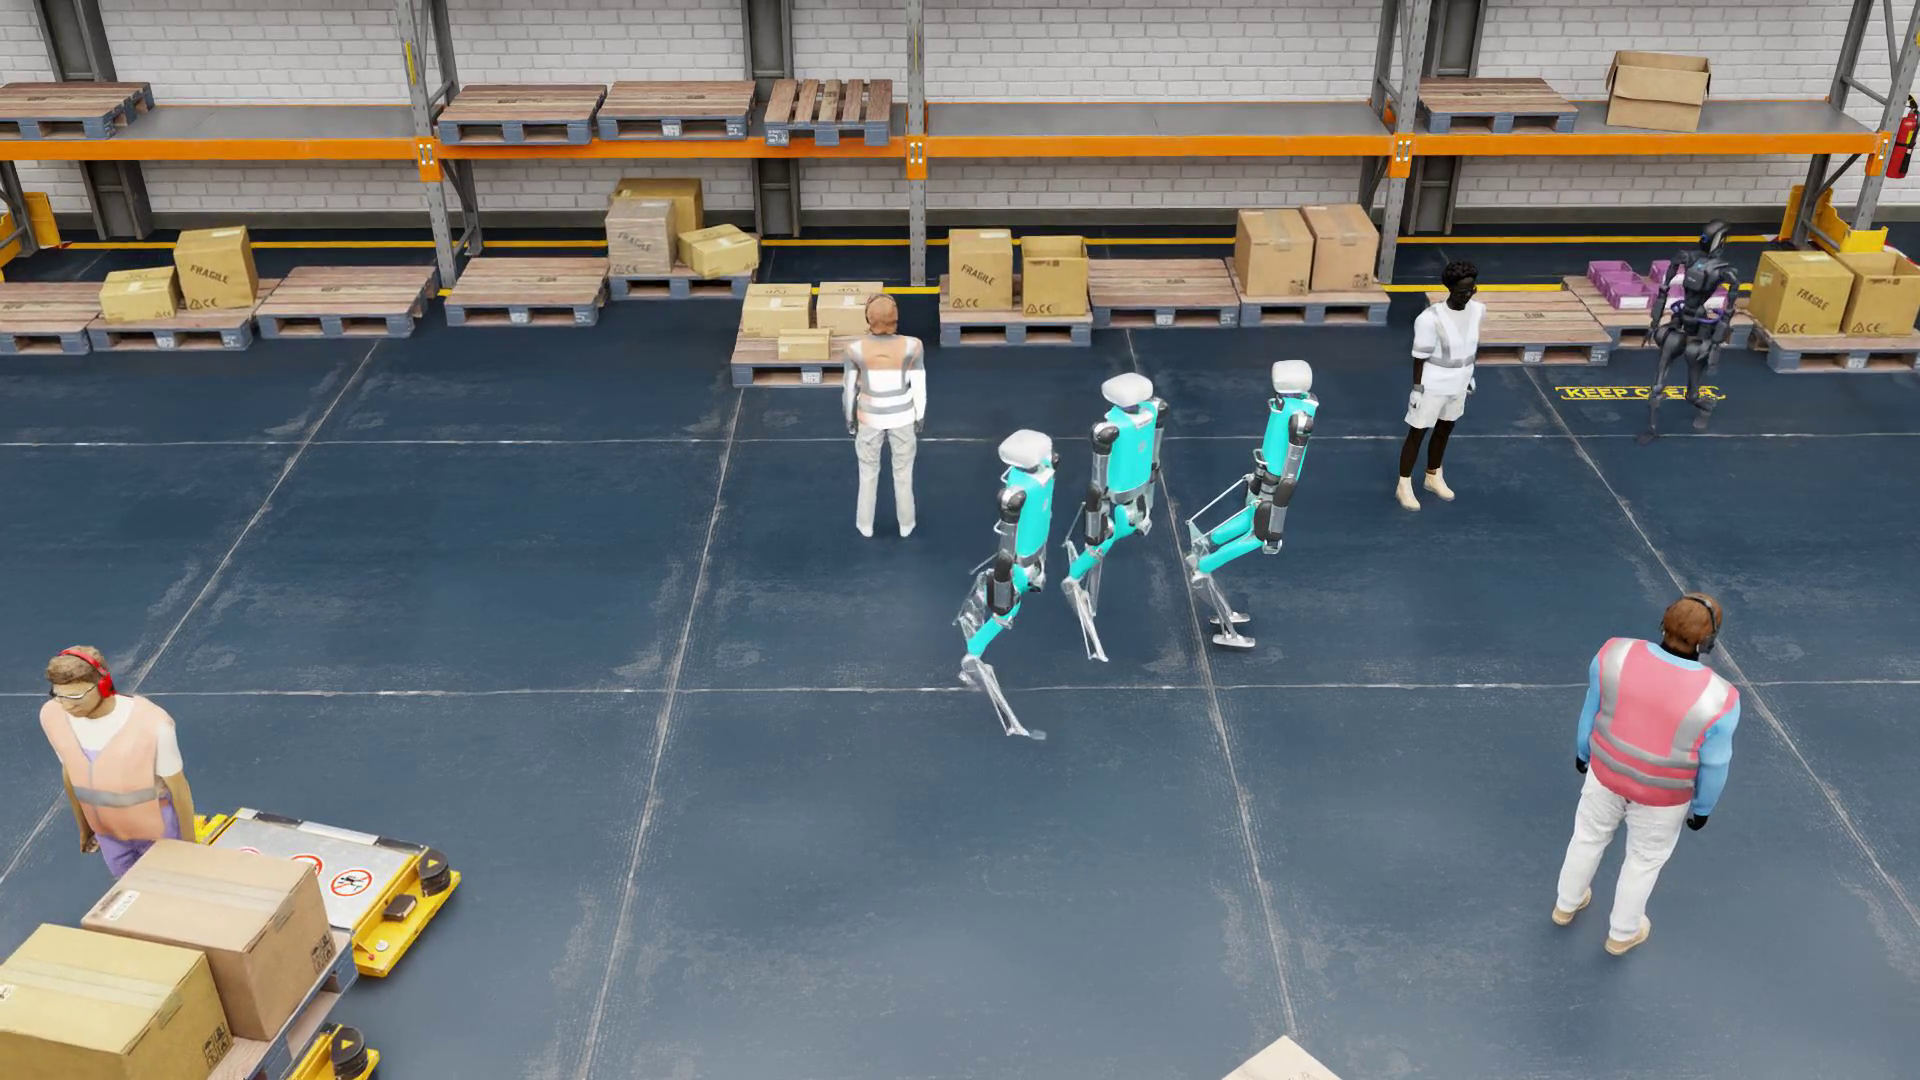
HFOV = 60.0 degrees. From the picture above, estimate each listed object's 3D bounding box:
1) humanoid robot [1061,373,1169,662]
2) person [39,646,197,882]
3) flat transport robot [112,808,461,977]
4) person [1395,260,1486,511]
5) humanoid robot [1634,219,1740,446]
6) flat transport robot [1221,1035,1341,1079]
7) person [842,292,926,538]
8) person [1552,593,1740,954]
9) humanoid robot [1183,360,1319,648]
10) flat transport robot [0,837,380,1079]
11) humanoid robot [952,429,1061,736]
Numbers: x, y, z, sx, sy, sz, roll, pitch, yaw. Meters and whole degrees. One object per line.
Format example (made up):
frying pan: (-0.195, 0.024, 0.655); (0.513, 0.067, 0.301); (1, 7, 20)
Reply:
humanoid robot: (0.719, -0.174, 9.339); (0.541, 1.805, 0.794); (-26, 39, -36)
person: (-3.409, 1.184, 6.919); (0.563, 1.836, 0.380); (6, 31, 9)
flat transport robot: (-3.133, 1.610, 7.731); (1.431, 0.231, 0.659); (8, 32, 14)
person: (3.103, -0.999, 10.686); (0.540, 1.695, 0.316); (-15, 34, -23)
humanoid robot: (5.071, -1.460, 11.489); (0.632, 1.631, 0.586); (-22, 38, -32)
flat transport robot: (1.158, 2.748, 5.837); (1.431, 0.231, 0.659); (-22, 38, -32)
person: (-0.468, -0.749, 10.334); (0.515, 1.633, 0.311); (-1, 31, -1)
person: (2.964, 1.023, 7.197); (0.637, 1.830, 0.429); (24, 39, 35)
humanoid robot: (1.533, -0.189, 9.211); (0.749, 1.697, 0.530); (0, 31, -1)
flat transport robot: (-3.185, 2.188, 6.768); (1.431, 0.231, 0.659); (7, 32, 11)
humanoid robot: (0.118, 0.183, 8.721); (0.831, 1.789, 0.560); (15, 34, 23)
